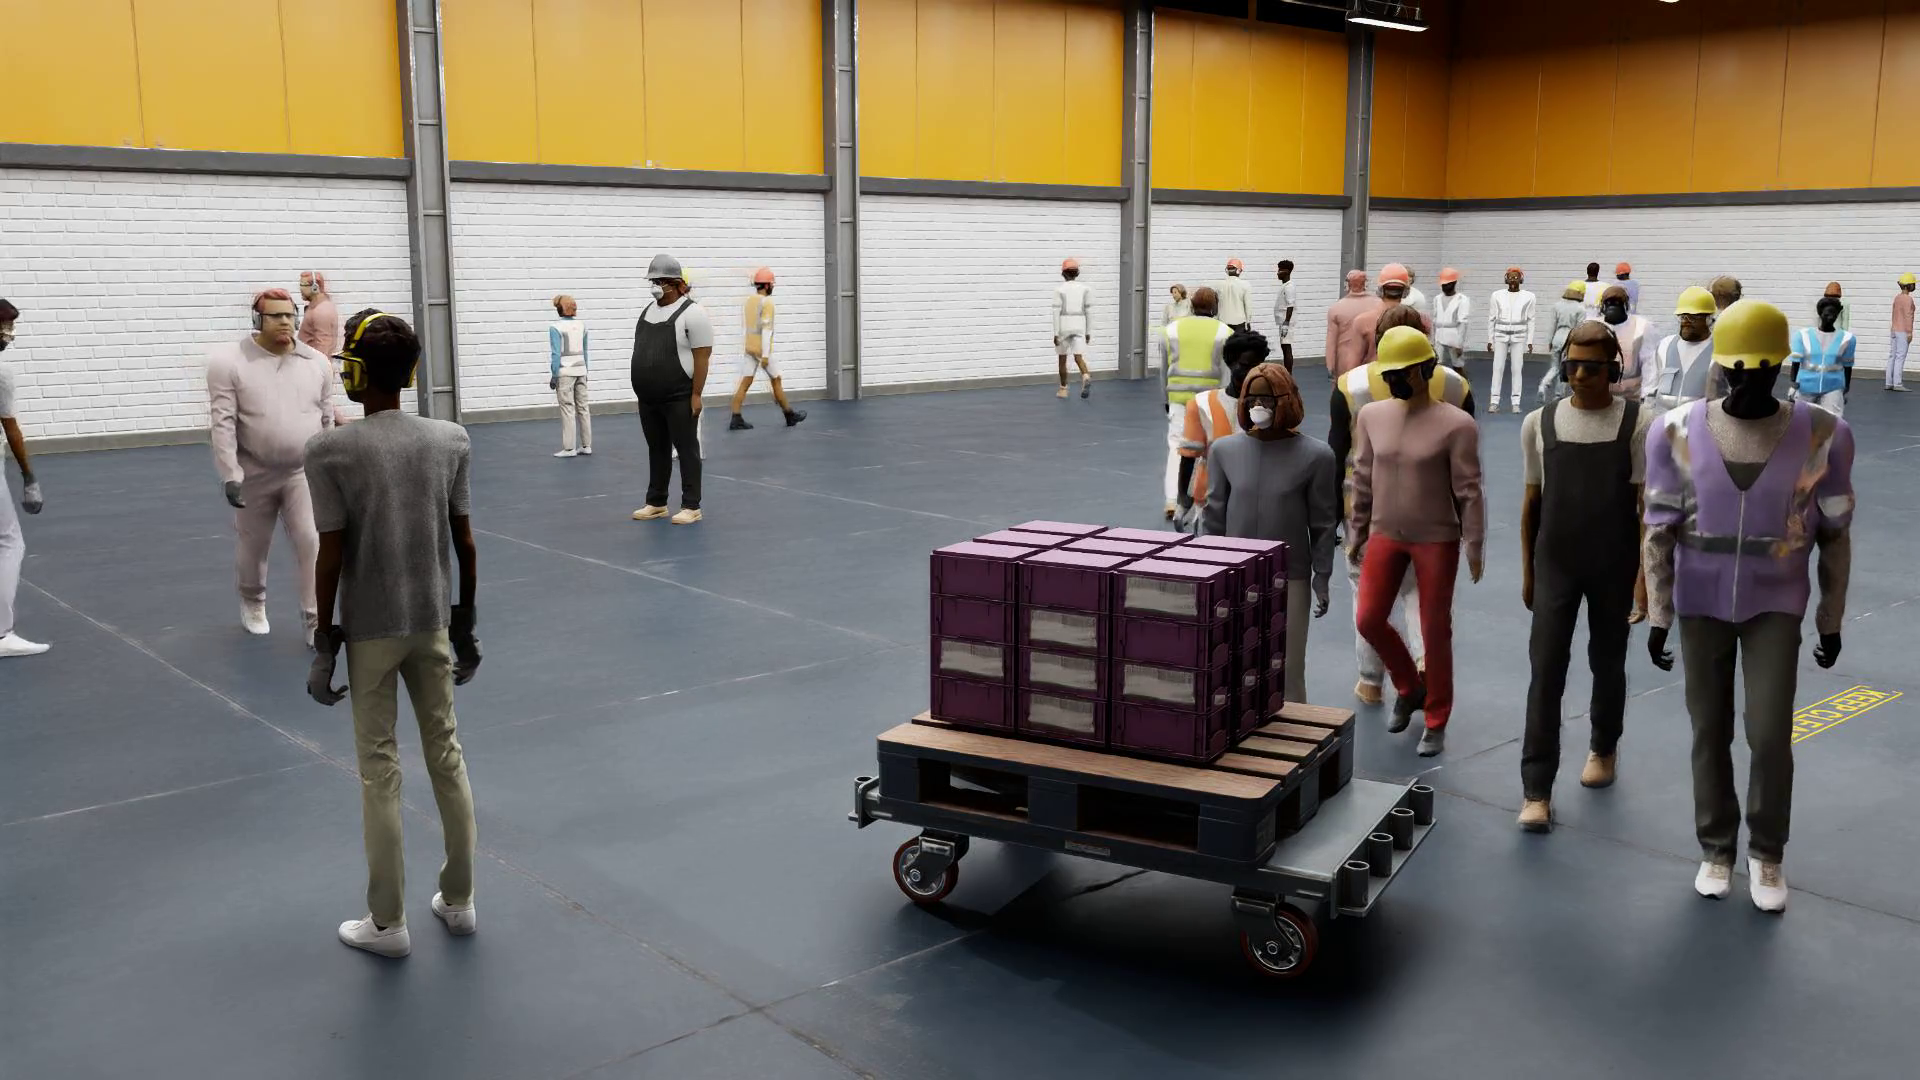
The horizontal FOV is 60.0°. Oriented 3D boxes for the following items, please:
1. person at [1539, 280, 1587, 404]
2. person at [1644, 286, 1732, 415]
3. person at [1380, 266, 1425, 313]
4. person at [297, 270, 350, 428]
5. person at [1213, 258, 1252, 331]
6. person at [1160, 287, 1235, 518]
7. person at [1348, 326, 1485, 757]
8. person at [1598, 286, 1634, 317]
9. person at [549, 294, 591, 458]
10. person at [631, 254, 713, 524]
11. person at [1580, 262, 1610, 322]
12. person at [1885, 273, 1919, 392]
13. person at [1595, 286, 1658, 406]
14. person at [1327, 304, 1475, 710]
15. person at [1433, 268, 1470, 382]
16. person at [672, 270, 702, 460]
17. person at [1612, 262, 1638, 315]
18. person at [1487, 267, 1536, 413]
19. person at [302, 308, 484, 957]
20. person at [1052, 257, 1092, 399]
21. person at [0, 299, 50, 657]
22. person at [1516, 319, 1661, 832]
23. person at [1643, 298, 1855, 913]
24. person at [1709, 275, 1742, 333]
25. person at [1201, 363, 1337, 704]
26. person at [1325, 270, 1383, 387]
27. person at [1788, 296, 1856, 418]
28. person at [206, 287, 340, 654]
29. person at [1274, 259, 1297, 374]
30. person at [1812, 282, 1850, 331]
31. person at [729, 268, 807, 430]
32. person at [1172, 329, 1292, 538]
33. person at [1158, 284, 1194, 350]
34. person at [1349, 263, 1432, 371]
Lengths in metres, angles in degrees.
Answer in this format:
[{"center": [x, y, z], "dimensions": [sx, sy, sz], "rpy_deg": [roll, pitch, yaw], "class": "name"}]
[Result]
[{"center": [8.094, -2.616, 22.235], "dimensions": [0.511, 1.713, 0.523], "rpy_deg": [-6, 12, -33], "class": "person"}, {"center": [4.668, -0.701, 10.655], "dimensions": [0.404, 1.830, 0.601], "rpy_deg": [-9, 14, -44], "class": "person"}, {"center": [5.919, -2.709, 22.249], "dimensions": [0.901, 1.896, 0.657], "rpy_deg": [-9, 13, -42], "class": "person"}, {"center": [-6.224, -1.674, 16.179], "dimensions": [0.660, 1.889, 0.682], "rpy_deg": [-3, 10, -17], "class": "person"}, {"center": [4.287, -3.420, 26.131], "dimensions": [0.609, 1.984, 0.399], "rpy_deg": [4, 11, 23], "class": "person"}, {"center": [1.835, -1.069, 12.949], "dimensions": [0.621, 1.796, 0.991], "rpy_deg": [3, 10, 17], "class": "person"}, {"center": [1.842, 0.009, 6.736], "dimensions": [0.609, 1.740, 0.390], "rpy_deg": [7, 12, 37], "class": "person"}, {"center": [5.588, -1.296, 14.331], "dimensions": [0.964, 1.762, 0.606], "rpy_deg": [3, 10, 15], "class": "person"}, {"center": [-3.933, -1.648, 16.762], "dimensions": [0.310, 1.638, 0.523], "rpy_deg": [5, 11, 28], "class": "person"}, {"center": [-2.233, -1.141, 12.618], "dimensions": [0.676, 2.000, 0.536], "rpy_deg": [6, 12, 33], "class": "person"}, {"center": [10.216, -3.533, 26.983], "dimensions": [0.596, 1.917, 0.372], "rpy_deg": [4, 11, 24], "class": "person"}, {"center": [14.123, -3.104, 24.909], "dimensions": [0.309, 1.772, 0.525], "rpy_deg": [1, 10, 5], "class": "person"}, {"center": [5.340, -1.170, 13.556], "dimensions": [0.618, 1.796, 0.988], "rpy_deg": [5, 11, 26], "class": "person"}, {"center": [1.925, -0.124, 7.331], "dimensions": [0.633, 1.818, 0.602], "rpy_deg": [1, 10, 4], "class": "person"}, {"center": [6.393, -2.592, 21.634], "dimensions": [1.017, 1.876, 0.551], "rpy_deg": [-8, 12, -39], "class": "person"}, {"center": [-2.779, -1.724, 16.403], "dimensions": [0.504, 1.905, 0.601], "rpy_deg": [2, 10, 9], "class": "person"}, {"center": [11.582, -3.868, 28.984], "dimensions": [0.634, 1.905, 0.399], "rpy_deg": [-7, 12, -35], "class": "person"}, {"center": [7.105, -2.574, 21.475], "dimensions": [0.573, 1.883, 0.355], "rpy_deg": [4, 10, 20], "class": "person"}, {"center": [-1.645, 0.273, 4.840], "dimensions": [0.531, 1.872, 0.322], "rpy_deg": [-10, 14, -44], "class": "person"}, {"center": [1.600, -2.969, 23.421], "dimensions": [0.615, 2.018, 0.858], "rpy_deg": [-3, 10, -19], "class": "person"}, {"center": [-4.948, -0.302, 8.378], "dimensions": [0.649, 1.821, 0.375], "rpy_deg": [2, 10, 11], "class": "person"}, {"center": [2.284, 0.096, 6.074], "dimensions": [0.504, 1.807, 0.925], "rpy_deg": [5, 11, 27], "class": "person"}, {"center": [2.405, 0.207, 5.145], "dimensions": [0.587, 1.897, 0.525], "rpy_deg": [6, 11, 29], "class": "person"}, {"center": [5.620, -1.050, 12.559], "dimensions": [1.029, 1.894, 0.642], "rpy_deg": [-4, 11, -23], "class": "person"}, {"center": [1.145, 0.151, 6.243], "dimensions": [0.507, 1.632, 0.264], "rpy_deg": [5, 11, 25], "class": "person"}, {"center": [4.045, -1.808, 16.964], "dimensions": [0.656, 1.888, 0.672], "rpy_deg": [0, 10, 1], "class": "person"}, {"center": [7.833, -1.393, 15.158], "dimensions": [0.535, 1.673, 0.733], "rpy_deg": [5, 11, 26], "class": "person"}, {"center": [-3.566, -0.378, 8.659], "dimensions": [0.630, 1.870, 0.966], "rpy_deg": [-6, 12, -33], "class": "person"}, {"center": [5.112, -3.416, 26.154], "dimensions": [0.366, 1.967, 0.603], "rpy_deg": [1, 10, 6], "class": "person"}, {"center": [13.276, -3.121, 25.398], "dimensions": [0.501, 1.633, 0.283], "rpy_deg": [6, 11, 31], "class": "person"}, {"center": [-2.299, -2.239, 19.522], "dimensions": [1.030, 1.878, 0.565], "rpy_deg": [-9, 13, -41], "class": "person"}, {"center": [1.291, -0.159, 7.895], "dimensions": [0.561, 1.682, 0.372], "rpy_deg": [2, 10, 13], "class": "person"}, {"center": [3.048, -2.799, 23.537], "dimensions": [0.552, 1.616, 0.599], "rpy_deg": [8, 12, 39], "class": "person"}, {"center": [3.247, -1.096, 12.555], "dimensions": [0.620, 1.975, 0.693], "rpy_deg": [1, 10, 4], "class": "person"}]
